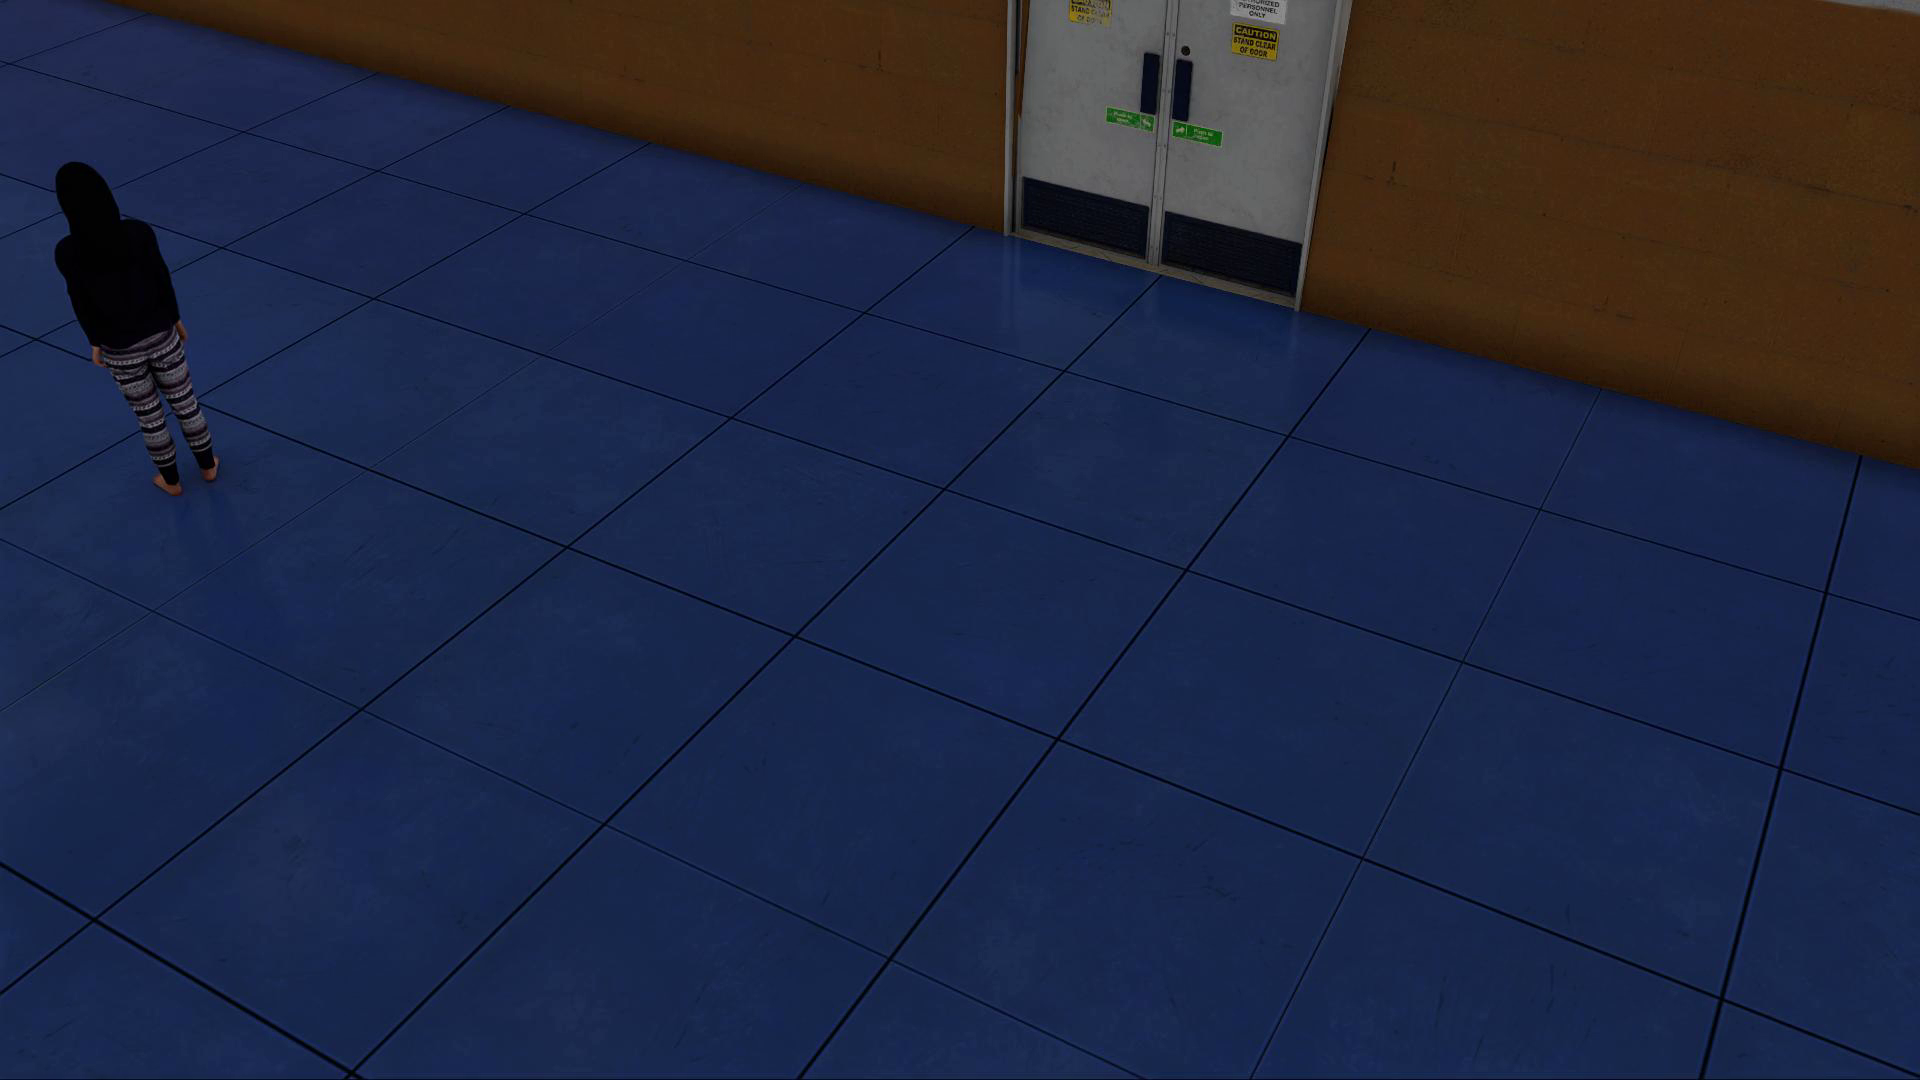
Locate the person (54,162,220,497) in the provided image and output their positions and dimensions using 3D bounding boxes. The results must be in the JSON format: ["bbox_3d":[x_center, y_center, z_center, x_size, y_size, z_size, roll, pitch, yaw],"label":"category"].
[{"bbox_3d":[-3.944,-0.991,7.970,0.592,1.732,0.736,-23,43,-28],"label":"person"}]
